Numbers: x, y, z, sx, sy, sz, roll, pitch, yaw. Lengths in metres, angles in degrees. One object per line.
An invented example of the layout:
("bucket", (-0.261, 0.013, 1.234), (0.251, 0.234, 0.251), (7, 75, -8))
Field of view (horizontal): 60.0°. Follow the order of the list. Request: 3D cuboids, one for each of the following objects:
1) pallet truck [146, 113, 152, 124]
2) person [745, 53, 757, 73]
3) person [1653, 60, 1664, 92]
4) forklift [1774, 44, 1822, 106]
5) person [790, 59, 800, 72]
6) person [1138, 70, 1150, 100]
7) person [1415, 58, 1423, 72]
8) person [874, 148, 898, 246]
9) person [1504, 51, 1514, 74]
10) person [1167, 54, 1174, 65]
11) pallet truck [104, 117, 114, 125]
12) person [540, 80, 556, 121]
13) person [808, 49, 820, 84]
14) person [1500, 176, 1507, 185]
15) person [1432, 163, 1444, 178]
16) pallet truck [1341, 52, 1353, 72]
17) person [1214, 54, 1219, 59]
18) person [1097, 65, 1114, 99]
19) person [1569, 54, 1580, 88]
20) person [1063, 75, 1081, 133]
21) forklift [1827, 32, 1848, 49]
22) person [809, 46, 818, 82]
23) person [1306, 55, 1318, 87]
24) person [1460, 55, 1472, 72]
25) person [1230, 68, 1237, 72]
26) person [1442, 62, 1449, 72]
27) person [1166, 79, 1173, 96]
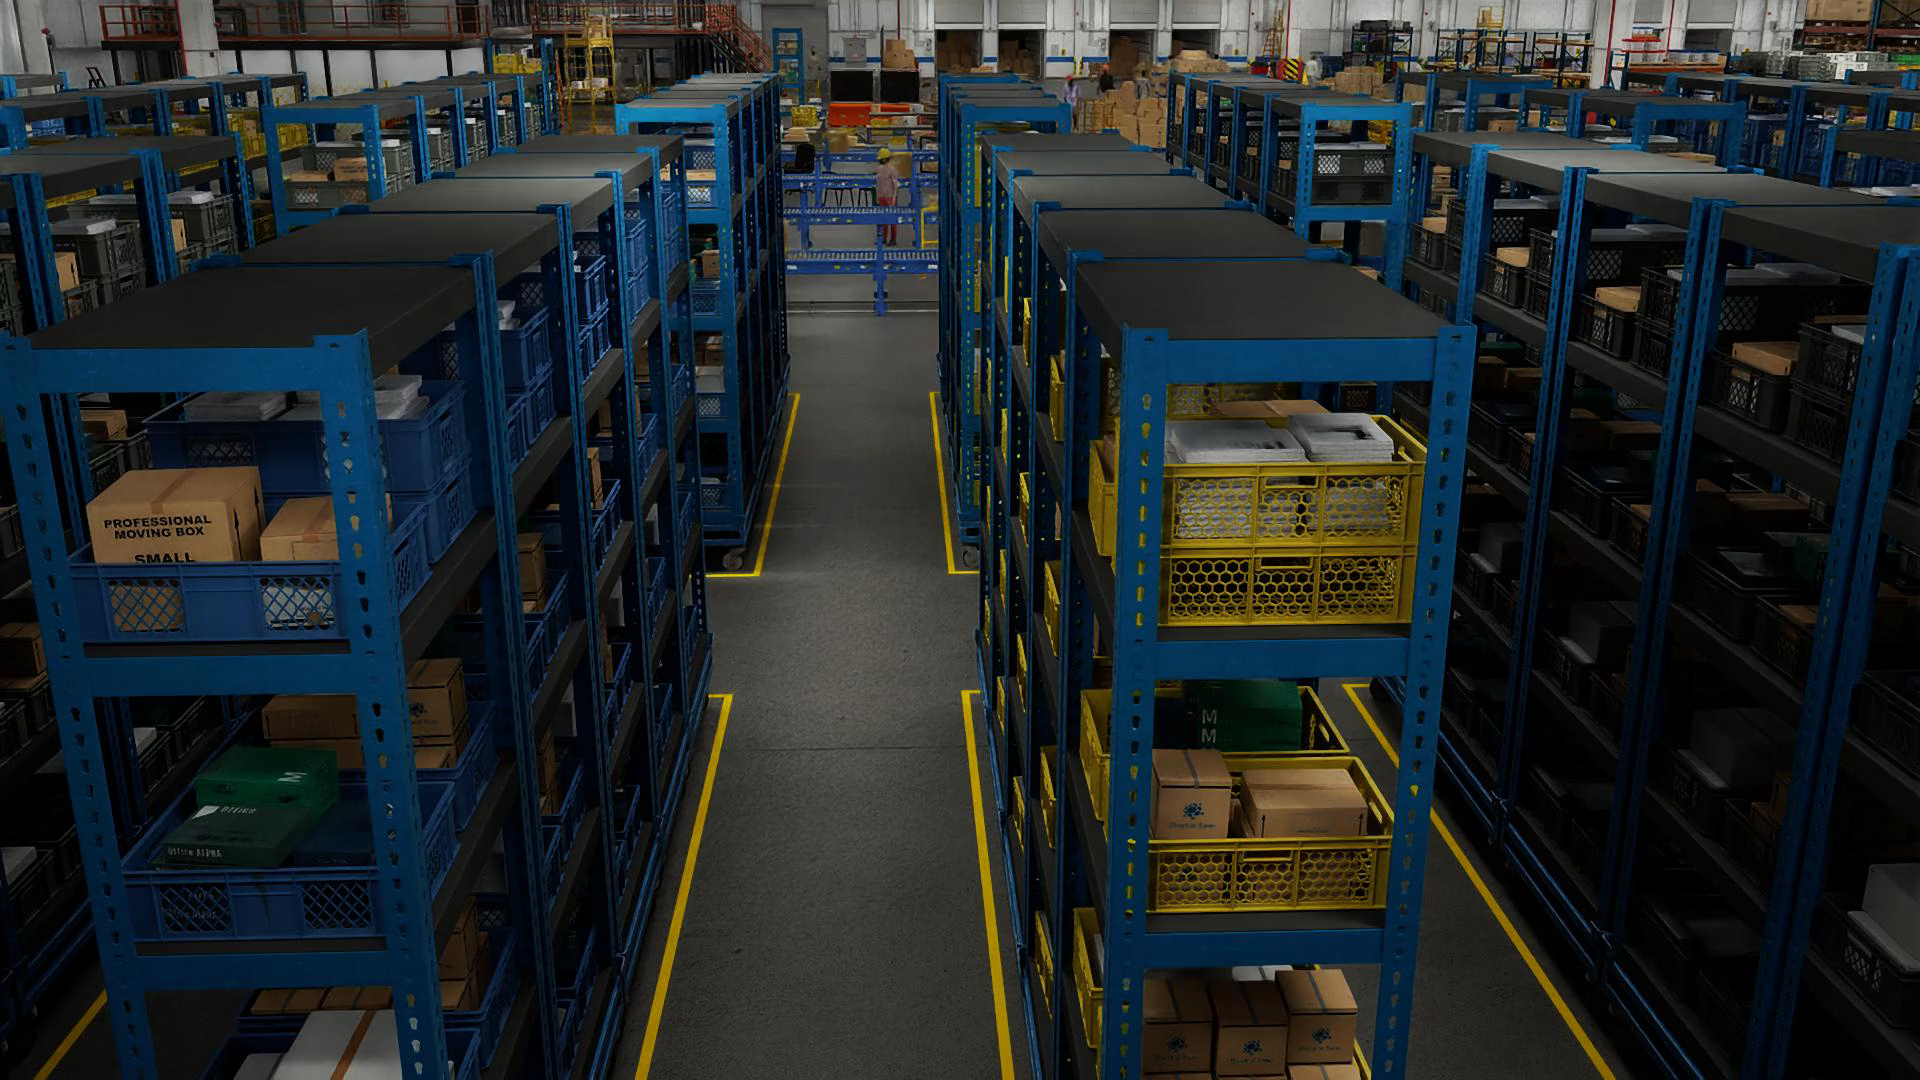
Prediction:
("pallet truck", (-18.087, -8.309, 36.390), (1.885, 1.965, 0.823), (-1, 18, -4))
("person", (-10.916, -24.468, 86.715), (0.654, 1.789, 0.945), (-6, 19, -19))
("person", (30.164, -19.733, 71.791), (0.367, 1.966, 0.606), (-9, 20, -27))
("forklift", (31.285, -16.971, 61.781), (1.129, 2.768, 1.873), (-1, 18, -2))
("person", (-9.004, -25.785, 90.580), (0.547, 1.928, 0.385), (-2, 18, -5))
("person", (7.015, -17.074, 63.751), (0.538, 1.851, 0.535), (15, 23, 39))
("person", (20.379, -20.431, 73.999), (0.375, 1.936, 0.628), (4, 18, 11))
("person", (-1.362, -6.294, 30.536), (0.327, 1.761, 0.522), (-17, 24, -42))
("person", (28.744, -24.657, 87.182), (1.032, 1.882, 0.566), (-7, 19, -21))
("person", (10.582, -23.485, 83.615), (0.540, 1.831, 0.648), (-2, 18, -5))
("pallet truck", (-18.367, -7.885, 35.078), (1.885, 1.965, 0.823), (1, 18, 2))
("person", (-15.496, -16.696, 62.529), (0.355, 1.882, 0.576), (14, 22, 36))
("person", (-8.047, -26.042, 91.451), (0.961, 1.880, 0.605), (-14, 22, -36))
("person", (13.067, -9.337, 39.871), (0.601, 1.811, 0.660), (-1, 18, -3))
("person", (12.158, -10.037, 42.250), (0.534, 1.682, 0.506), (0, 18, 1))
("pallet truck", (18.794, -23.123, 82.231), (0.823, 1.965, 1.885), (-13, 22, -35))
("person", (13.511, -24.758, 87.769), (0.322, 1.697, 0.530), (1, 18, 3))
("person", (5.631, -17.616, 65.236), (0.661, 1.960, 0.863), (14, 22, 36))
("person", (29.622, -22.419, 80.171), (0.383, 1.924, 0.589), (13, 22, 34))
("person", (3.778, -14.686, 56.193), (0.650, 1.957, 1.068), (5, 19, 16))
("forklift", (46.023, -25.321, 87.619), (1.129, 2.768, 1.873), (-1, 18, -2))
("person", (-8.273, -26.919, 94.056), (0.603, 1.949, 0.397), (-15, 23, -39))
("person", (16.814, -22.171, 79.406), (0.431, 1.934, 0.644), (-12, 21, -32))
("person", (23.891, -21.929, 78.664), (0.370, 1.916, 0.597), (-14, 23, -38))
("person", (10.009, -16.457, 61.534), (0.981, 2.000, 0.699), (12, 21, 32))
("person", (21.884, -20.687, 75.100), (0.292, 1.745, 0.485), (7, 19, 20))
("person", (8.485, -17.944, 66.636), (0.531, 1.730, 0.697), (-5, 19, -16))
